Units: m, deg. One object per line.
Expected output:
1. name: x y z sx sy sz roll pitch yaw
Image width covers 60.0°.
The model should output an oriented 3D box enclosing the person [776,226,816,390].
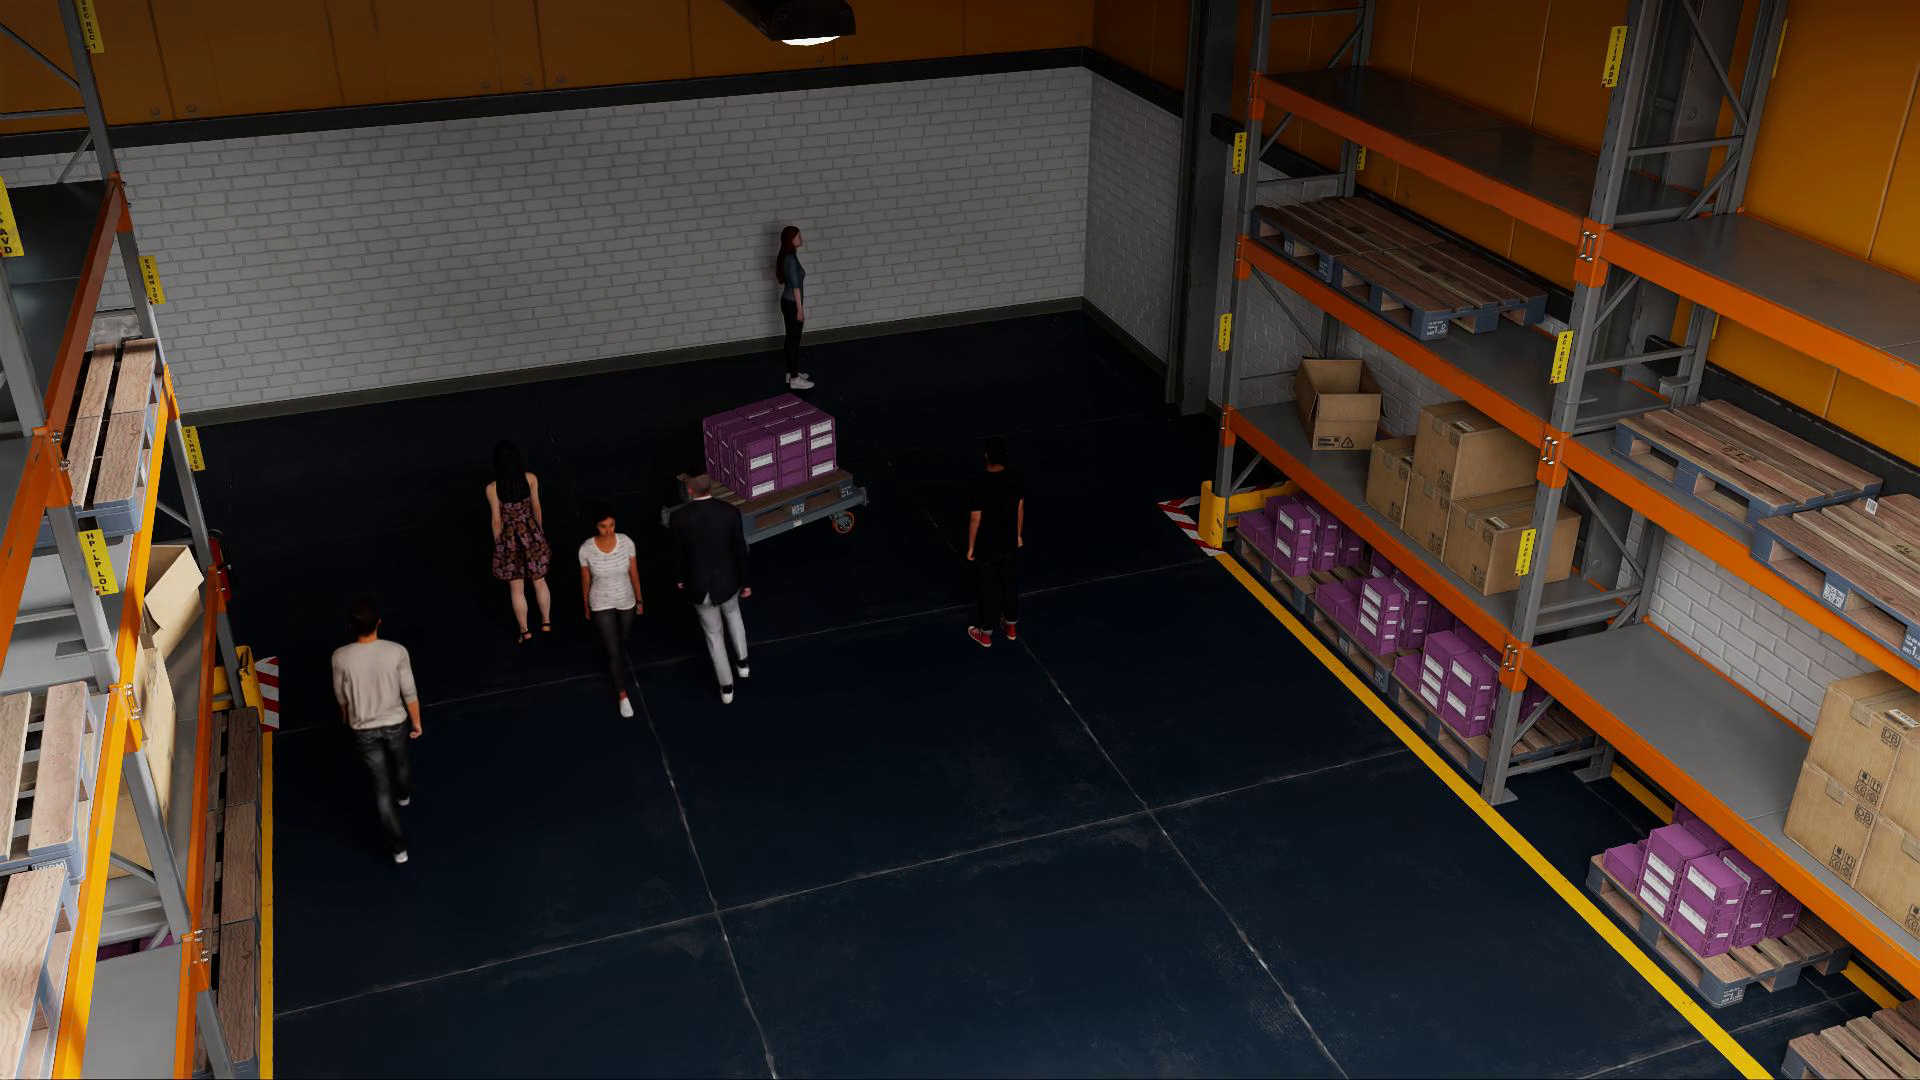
1. person: -1.745 -2.442 17.409 0.654 1.743 0.481 -8 30 -14

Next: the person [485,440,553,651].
1. person: -3.400 0.030 12.843 0.718 1.775 0.760 -20 35 -33

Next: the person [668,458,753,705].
1. person: -1.799 0.341 12.107 0.747 1.935 0.763 -6 29 -11

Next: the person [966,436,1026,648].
1. person: 0.271 0.004 12.908 0.655 1.758 0.582 -13 31 -23

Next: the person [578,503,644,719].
1. person: -2.574 0.436 12.277 0.632 1.604 1.111 -13 31 -22

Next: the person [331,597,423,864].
1. person: -3.709 1.242 10.630 0.671 1.766 1.188 -11 30 -19
